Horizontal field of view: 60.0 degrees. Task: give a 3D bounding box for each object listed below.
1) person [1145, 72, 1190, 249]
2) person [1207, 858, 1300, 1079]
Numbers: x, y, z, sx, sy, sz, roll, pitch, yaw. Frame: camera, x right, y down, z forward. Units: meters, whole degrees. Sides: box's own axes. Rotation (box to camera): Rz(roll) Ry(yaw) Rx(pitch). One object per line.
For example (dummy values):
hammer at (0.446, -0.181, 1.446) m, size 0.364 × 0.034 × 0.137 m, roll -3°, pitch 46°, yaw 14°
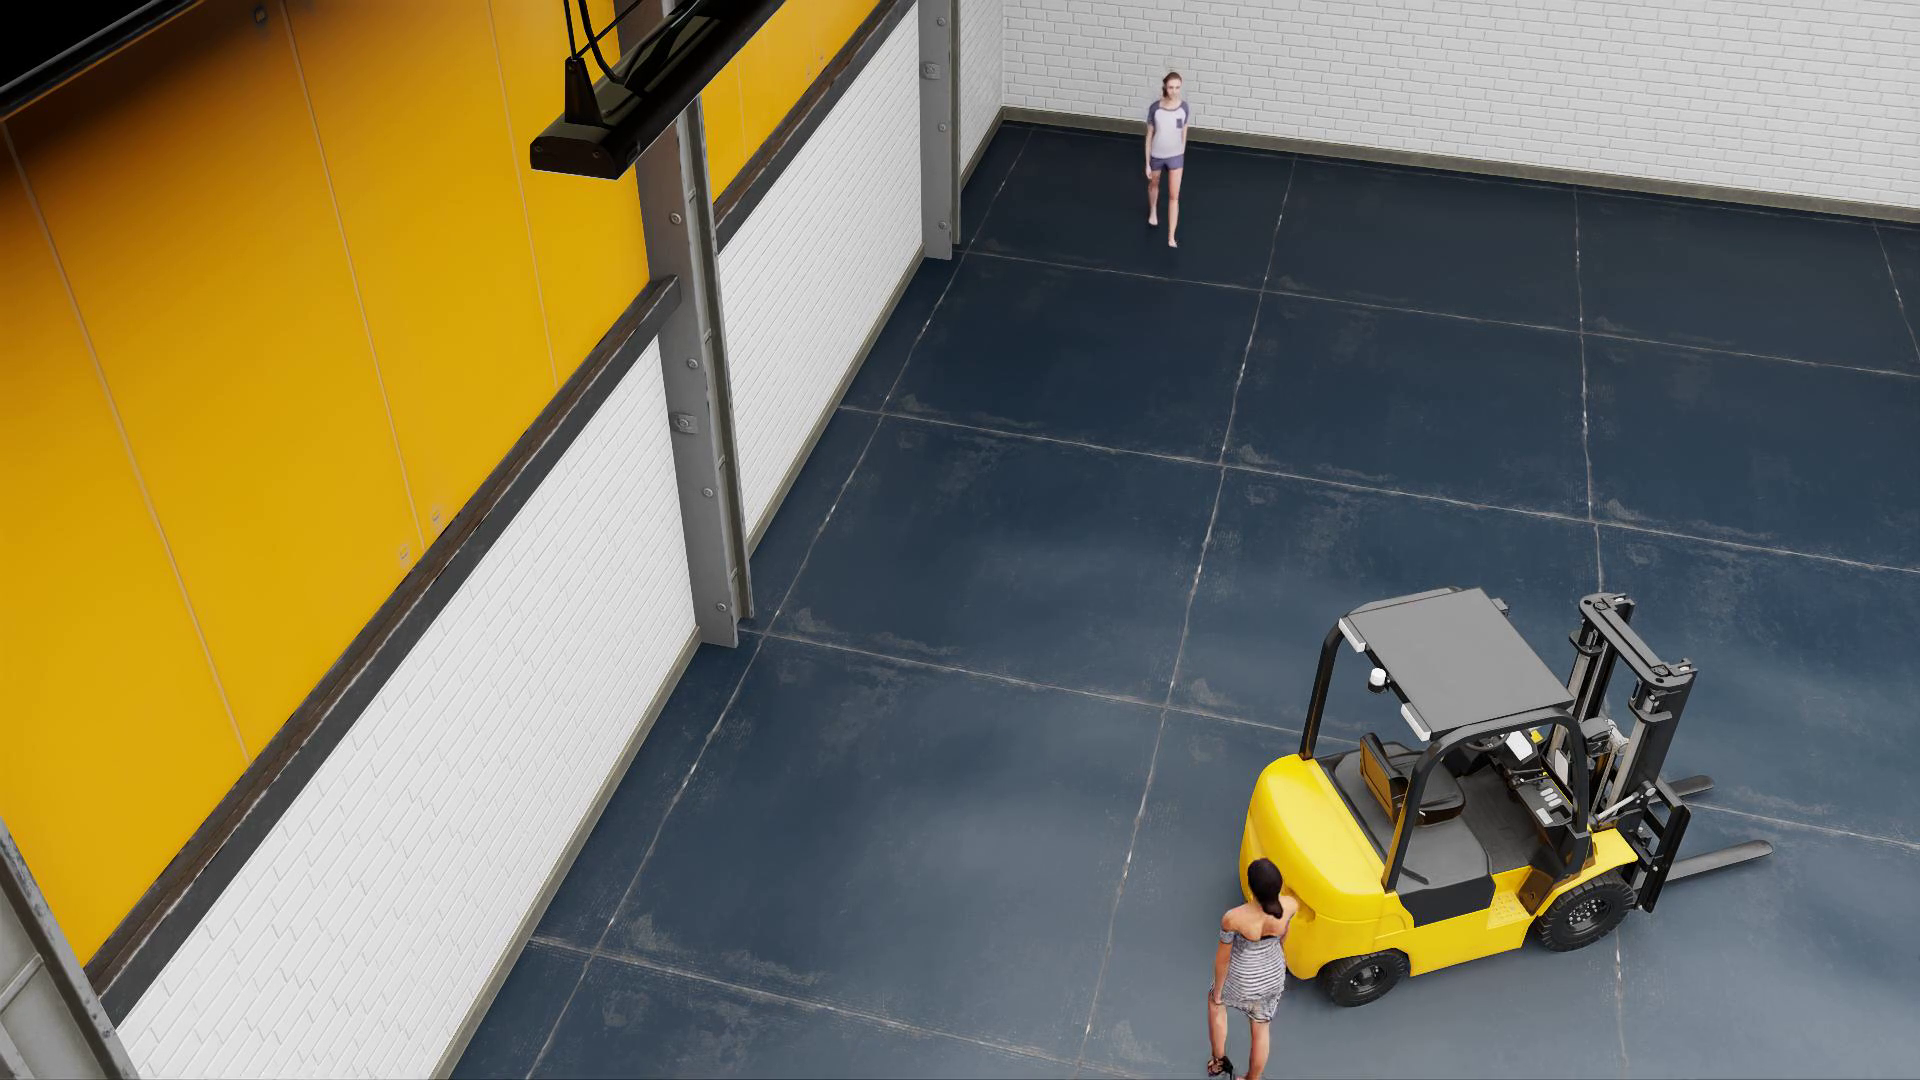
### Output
person at (2.048, -3.880, 16.699) m, size 0.716 × 1.722 × 1.157 m, roll 3°, pitch 39°, yaw 3°
person at (1.578, 2.404, 8.760) m, size 0.740 × 1.810 × 0.776 m, roll -8°, pitch 39°, yaw -9°
